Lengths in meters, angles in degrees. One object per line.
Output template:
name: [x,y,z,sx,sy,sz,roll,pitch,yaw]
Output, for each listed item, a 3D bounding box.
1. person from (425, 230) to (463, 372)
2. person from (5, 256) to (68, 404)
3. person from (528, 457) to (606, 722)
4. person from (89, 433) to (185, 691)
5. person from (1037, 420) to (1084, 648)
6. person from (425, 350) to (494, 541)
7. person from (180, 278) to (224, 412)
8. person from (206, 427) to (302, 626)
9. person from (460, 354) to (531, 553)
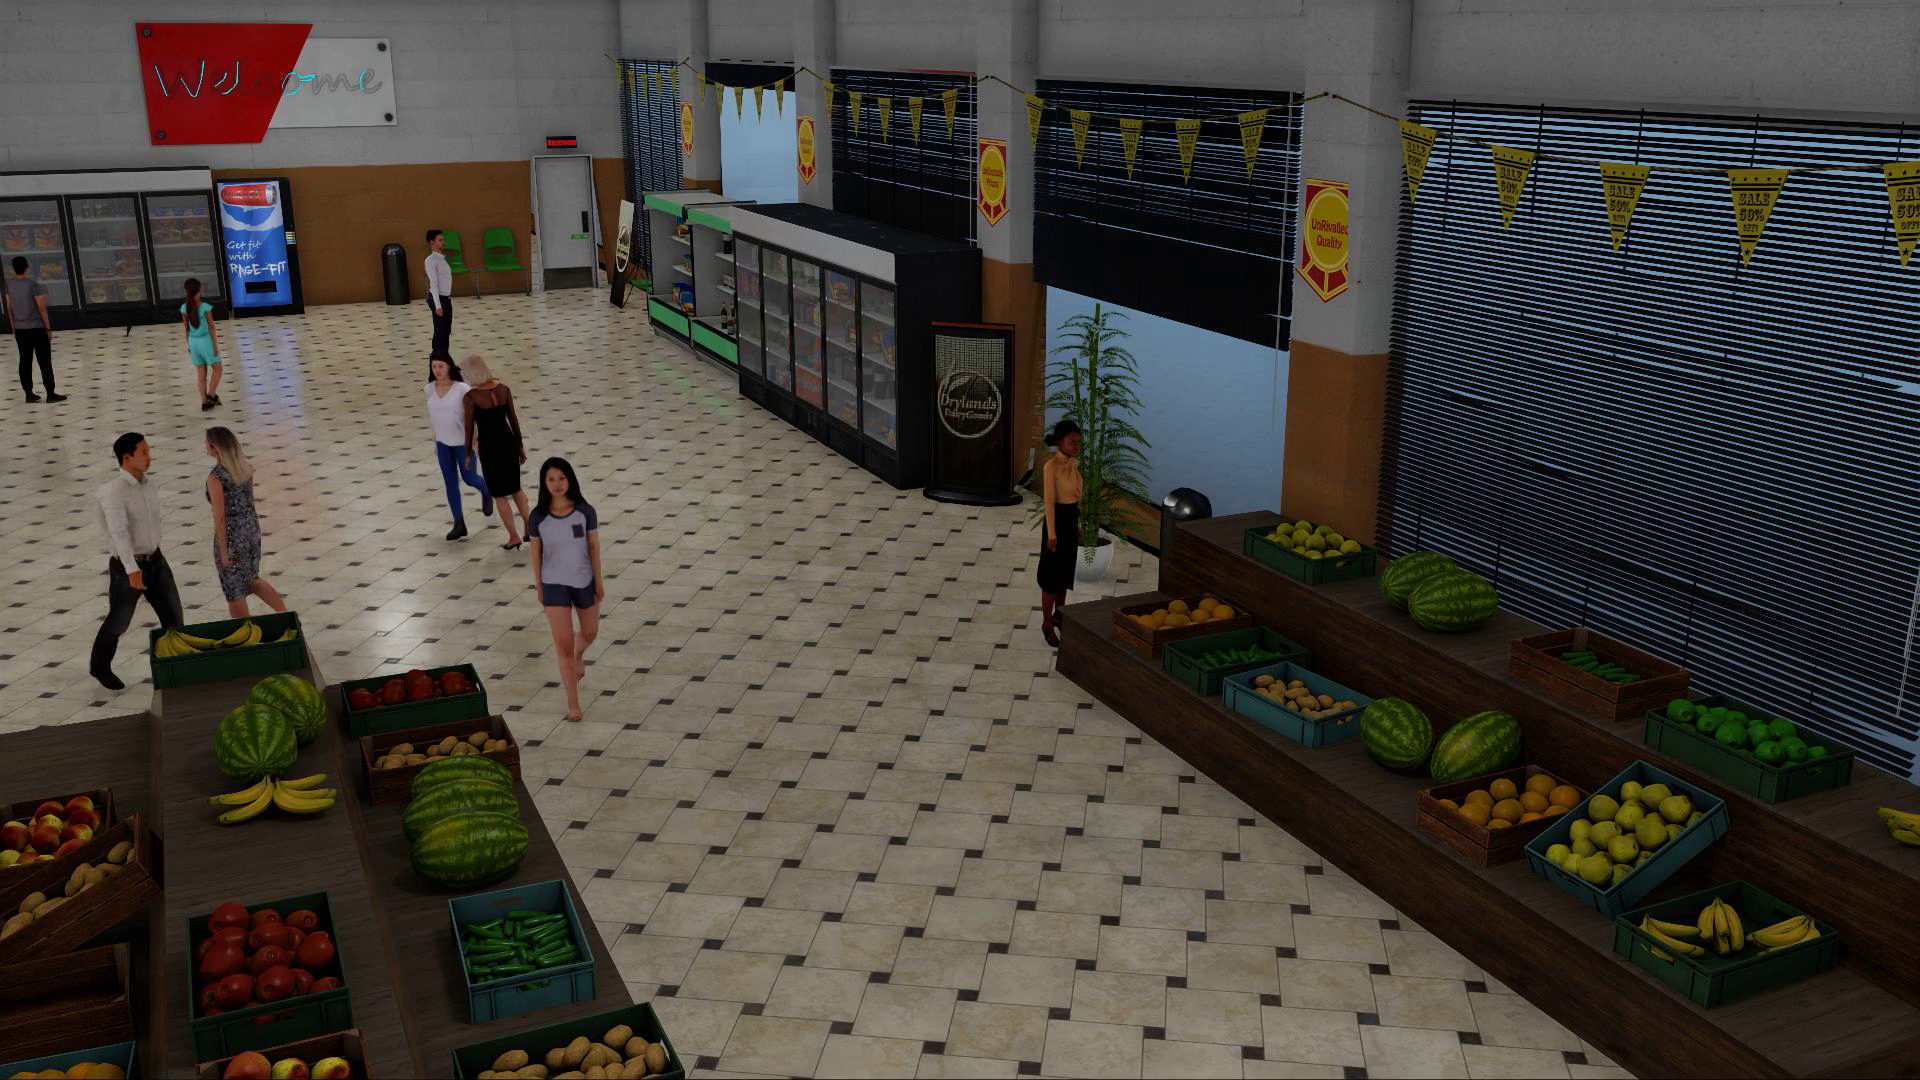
person: [-6.795,-3.118,21.719,0.776,1.868,0.678,1,17,3]
person: [-11.167,-2.530,19.980,0.699,1.754,0.698,1,17,5]
person: [-2.545,0.275,10.866,0.654,1.683,1.052,-6,18,-19]
person: [-5.513,0.204,10.962,1.231,1.761,1.216,5,18,16]
person: [0.728,-0.057,12.009,0.698,1.654,0.665,10,20,30]
person: [-4.389,-0.839,14.576,0.962,1.658,1.065,3,17,11]
person: [-8.921,-2.279,19.508,0.651,1.549,0.686,1,17,2]
person: [-4.957,0.043,11.620,0.917,1.688,0.864,5,18,17]
person: [-3.873,-0.715,14.089,0.736,1.703,0.699,-9,19,-28]
